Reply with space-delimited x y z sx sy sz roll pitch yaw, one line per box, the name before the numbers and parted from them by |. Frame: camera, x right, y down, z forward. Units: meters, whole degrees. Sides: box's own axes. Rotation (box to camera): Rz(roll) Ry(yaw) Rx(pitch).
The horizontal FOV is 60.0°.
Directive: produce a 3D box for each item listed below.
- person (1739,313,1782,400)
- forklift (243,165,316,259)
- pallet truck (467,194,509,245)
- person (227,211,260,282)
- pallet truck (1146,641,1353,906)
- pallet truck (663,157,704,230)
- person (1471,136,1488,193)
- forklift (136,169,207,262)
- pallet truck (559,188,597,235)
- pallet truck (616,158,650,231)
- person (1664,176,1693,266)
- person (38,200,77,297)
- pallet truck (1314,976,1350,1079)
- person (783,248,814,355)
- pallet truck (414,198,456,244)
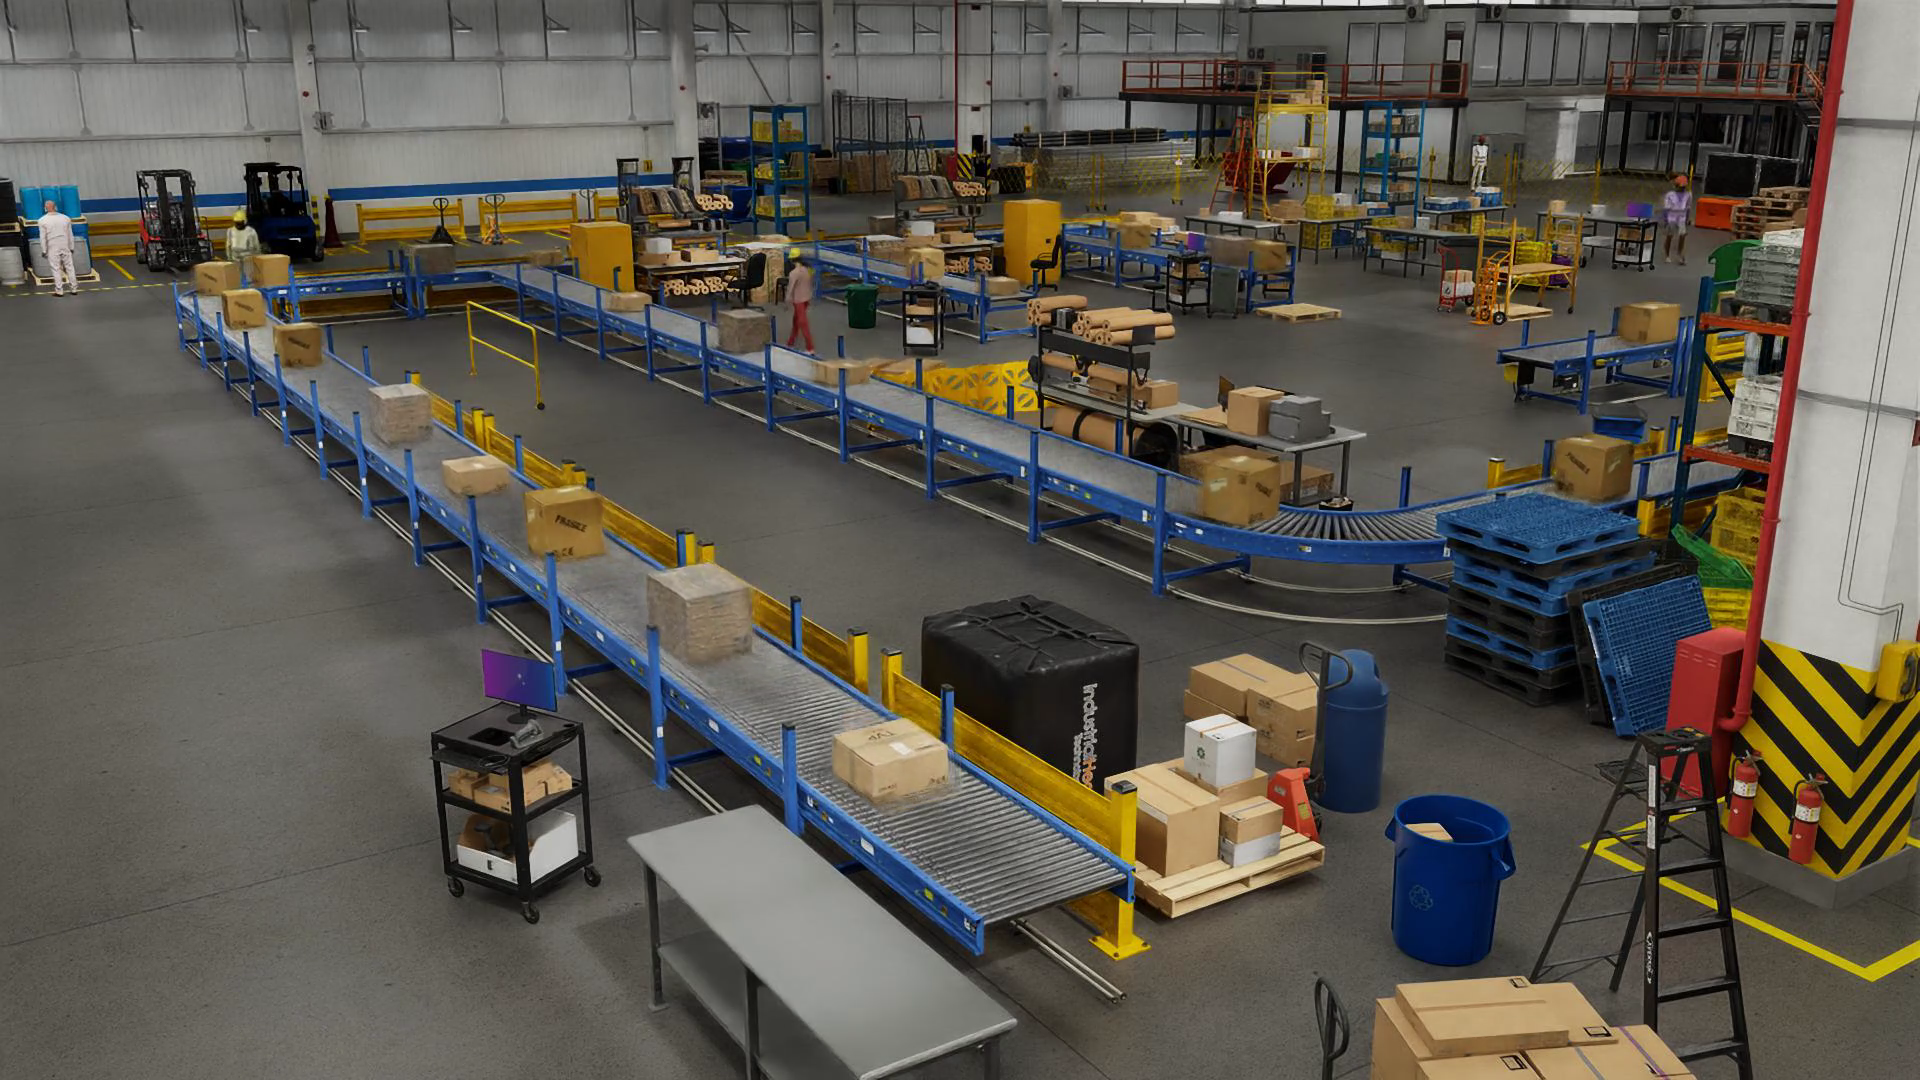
person | 10.330 -2.153 21.467 0.851 1.660 0.539 -10 19 -29
forklift | -15.898 -7.669 38.708 1.157 1.987 2.680 -11 20 -33
pallet truck | -11.983 -8.177 42.137 0.704 1.261 1.522 -11 20 -33
person | -13.895 -5.496 32.328 0.607 1.814 0.682 0 17 1
pallet truck | 1.664 1.407 10.232 1.630 1.274 0.653 -10 20 -31
pallet truck | -7.586 -9.308 44.692 0.823 1.965 1.885 -11 20 -33
person | 17.448 -12.612 55.881 0.572 1.884 0.356 -5 18 -18
forklift | -17.842 -7.318 37.559 1.157 1.987 2.680 -10 20 -31
pallet truck | -10.010 -8.652 43.699 0.653 1.274 1.630 -10 20 -31
pallet truck | -8.918 -9.176 44.255 0.823 1.965 1.885 -9 19 -27
person | 16.321 -7.254 37.819 0.608 2.009 0.947 2 17 7
person | -18.056 -5.824 33.266 0.403 1.904 0.637 13 21 37
pallet truck | 2.299 2.390 7.086 1.601 1.201 0.680 -2 17 -7
person | -2.716 -3.876 27.051 0.826 1.729 0.552 7 18 23
pallet truck | -13.250 -8.060 41.856 0.680 1.201 1.601 -10 20 -31
